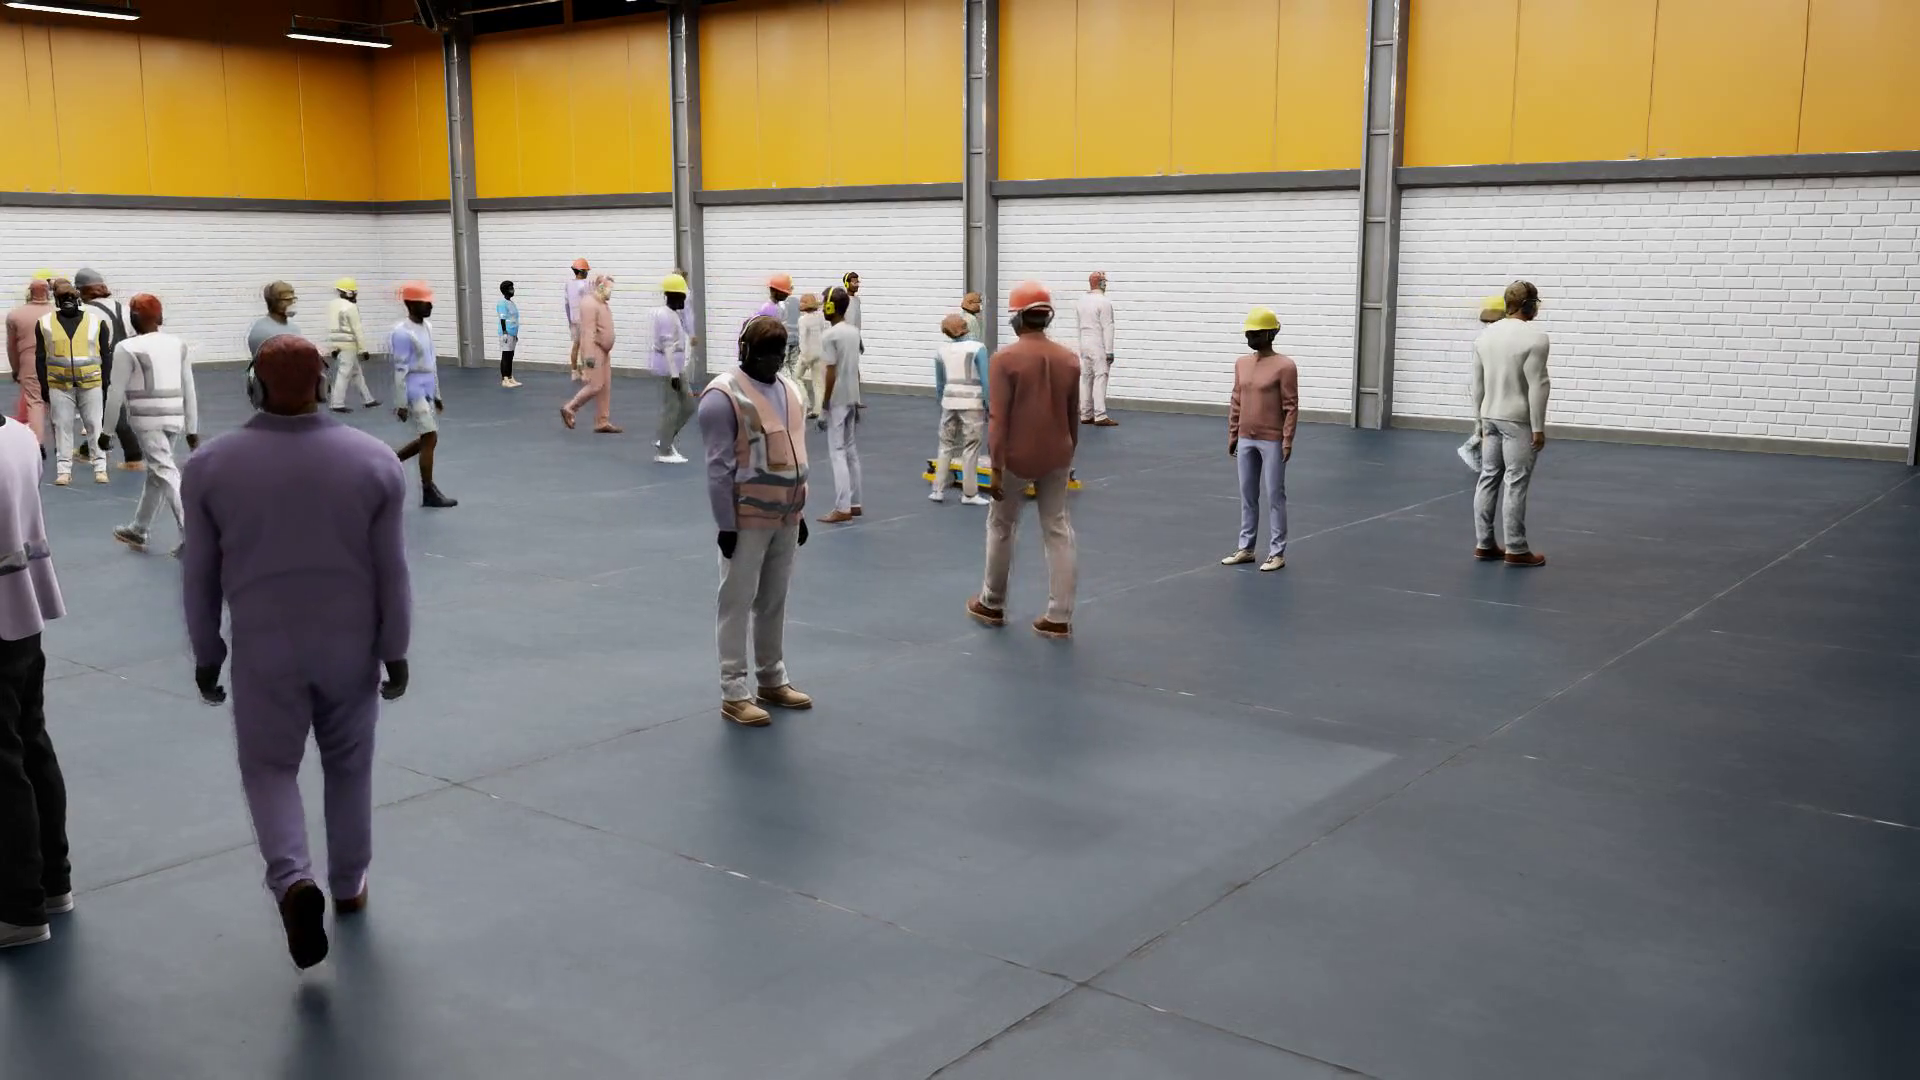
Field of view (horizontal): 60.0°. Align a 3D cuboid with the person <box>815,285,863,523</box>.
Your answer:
[{"bbox_3d":[-0.954,-1.070,13.141,0.313,1.867,0.526,4,11,24],"label":"person"}]

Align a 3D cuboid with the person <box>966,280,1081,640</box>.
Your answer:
[{"bbox_3d":[0.351,-0.455,9.281,0.650,1.956,0.900,-5,11,-29],"label":"person"}]

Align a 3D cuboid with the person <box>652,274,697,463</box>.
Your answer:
[{"bbox_3d":[-2.890,-1.718,16.802,0.427,1.911,0.598,1,10,4],"label":"person"}]

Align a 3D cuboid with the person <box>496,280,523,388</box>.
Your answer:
[{"bbox_3d":[-7.169,-3.267,26.425,0.318,1.697,0.533,1,10,3],"label":"person"}]

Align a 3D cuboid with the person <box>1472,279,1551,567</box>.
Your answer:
[{"bbox_3d":[3.737,-0.789,11.295,0.378,1.940,0.629,-5,11,-25],"label":"person"}]

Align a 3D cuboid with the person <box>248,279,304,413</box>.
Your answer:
[{"bbox_3d":[-5.066,-0.985,12.478,0.464,1.924,0.633,2,10,9],"label":"person"}]

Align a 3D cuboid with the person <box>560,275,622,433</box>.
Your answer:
[{"bbox_3d":[-4.354,-2.188,19.632,0.607,1.874,0.710,1,10,6],"label":"person"}]

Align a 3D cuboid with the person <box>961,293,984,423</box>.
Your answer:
[{"bbox_3d":[0.142,-2.286,20.894,0.264,1.632,0.507,-1,10,-8],"label":"person"}]

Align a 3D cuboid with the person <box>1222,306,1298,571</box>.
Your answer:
[{"bbox_3d":[2.004,-0.674,11.130,0.326,1.767,0.533,-8,13,-40],"label":"person"}]

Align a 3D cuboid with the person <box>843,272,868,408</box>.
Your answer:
[{"bbox_3d":[-1.472,-2.715,22.717,0.323,1.870,0.514,5,11,26],"label":"person"}]

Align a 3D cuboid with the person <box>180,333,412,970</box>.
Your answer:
[{"bbox_3d":[-1.985,0.321,5.032,0.649,1.881,0.802,-4,11,-23],"label":"person"}]

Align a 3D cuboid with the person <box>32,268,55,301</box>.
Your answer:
[{"bbox_3d":[-13.928,-3.201,25.431,0.601,1.902,0.588,6,12,32],"label":"person"}]

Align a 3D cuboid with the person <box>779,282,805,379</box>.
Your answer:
[{"bbox_3d":[-2.409,-2.741,23.009,0.404,1.824,0.585,8,13,39],"label":"person"}]

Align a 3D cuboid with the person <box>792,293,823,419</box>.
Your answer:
[{"bbox_3d":[-1.939,-2.344,21.289,0.436,1.620,0.506,7,12,37],"label":"person"}]

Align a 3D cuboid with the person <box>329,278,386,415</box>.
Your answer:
[{"bbox_3d":[-8.006,-2.574,22.088,0.612,1.792,0.893,9,14,44],"label":"person"}]

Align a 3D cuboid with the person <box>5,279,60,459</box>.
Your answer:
[{"bbox_3d":[-9.548,-1.783,17.323,0.636,1.865,0.988,-5,11,-28],"label":"person"}]

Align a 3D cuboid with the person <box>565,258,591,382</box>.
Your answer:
[{"bbox_3d":[-6.264,-3.639,27.582,0.616,2.041,0.381,8,12,38],"label":"person"}]

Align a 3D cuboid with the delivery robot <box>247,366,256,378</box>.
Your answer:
[{"bbox_3d":[-10.369,-2.522,25.133,0.707,0.478,0.477,-6,12,-33],"label":"delivery robot"}]

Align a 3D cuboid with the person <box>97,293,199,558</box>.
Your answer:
[{"bbox_3d":[-5.659,-0.792,11.615,0.976,1.833,0.596,4,11,22],"label":"person"}]

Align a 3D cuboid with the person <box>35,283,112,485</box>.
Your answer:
[{"bbox_3d":[-8.132,-1.427,15.292,0.625,1.844,0.429,-5,11,-25],"label":"person"}]

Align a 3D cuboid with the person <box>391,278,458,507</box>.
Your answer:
[{"bbox_3d":[-4.595,-1.220,13.876,0.698,1.915,0.556,1,10,4],"label":"person"}]

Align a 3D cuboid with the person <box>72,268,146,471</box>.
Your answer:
[{"bbox_3d":[-8.417,-1.686,16.221,1.030,2.000,0.686,2,10,10],"label":"person"}]

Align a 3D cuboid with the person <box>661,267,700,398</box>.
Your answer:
[{"bbox_3d":[-4.083,-2.994,24.197,0.571,1.947,0.635,-7,12,-34],"label":"person"}]

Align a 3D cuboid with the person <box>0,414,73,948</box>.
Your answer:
[{"bbox_3d":[-2.968,0.288,5.079,0.363,1.918,0.597,-2,10,-10],"label":"person"}]

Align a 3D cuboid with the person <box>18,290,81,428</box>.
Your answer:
[{"bbox_3d":[-11.076,-2.194,20.145,0.514,1.715,0.873,9,13,41],"label":"person"}]

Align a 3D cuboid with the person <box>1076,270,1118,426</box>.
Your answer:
[{"bbox_3d":[1.710,-2.365,20.546,0.409,1.913,0.651,-6,11,-31],"label":"person"}]

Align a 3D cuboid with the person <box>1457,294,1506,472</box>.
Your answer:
[{"bbox_3d":[5.098,-1.496,16.009,0.393,1.730,0.508,2,10,11],"label":"person"}]

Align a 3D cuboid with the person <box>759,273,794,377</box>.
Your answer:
[{"bbox_3d":[-2.163,-2.172,19.490,0.499,1.888,0.606,1,10,5],"label":"person"}]

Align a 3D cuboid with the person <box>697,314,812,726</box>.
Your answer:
[{"bbox_3d":[-0.898,-0.098,7.567,0.430,1.841,0.624,6,12,33],"label":"person"}]

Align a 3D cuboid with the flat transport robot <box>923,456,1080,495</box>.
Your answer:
[{"bbox_3d":[0.358,-0.598,15.031,0.652,0.197,1.431,-8,13,-39],"label":"flat transport robot"}]

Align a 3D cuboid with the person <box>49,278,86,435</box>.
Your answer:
[{"bbox_3d":[-10.403,-2.128,19.409,0.624,1.837,0.429,-2,10,-10],"label":"person"}]

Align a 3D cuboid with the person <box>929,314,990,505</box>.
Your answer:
[{"bbox_3d":[-0.006,-1.088,13.997,0.611,1.614,0.337,7,12,34],"label":"person"}]
